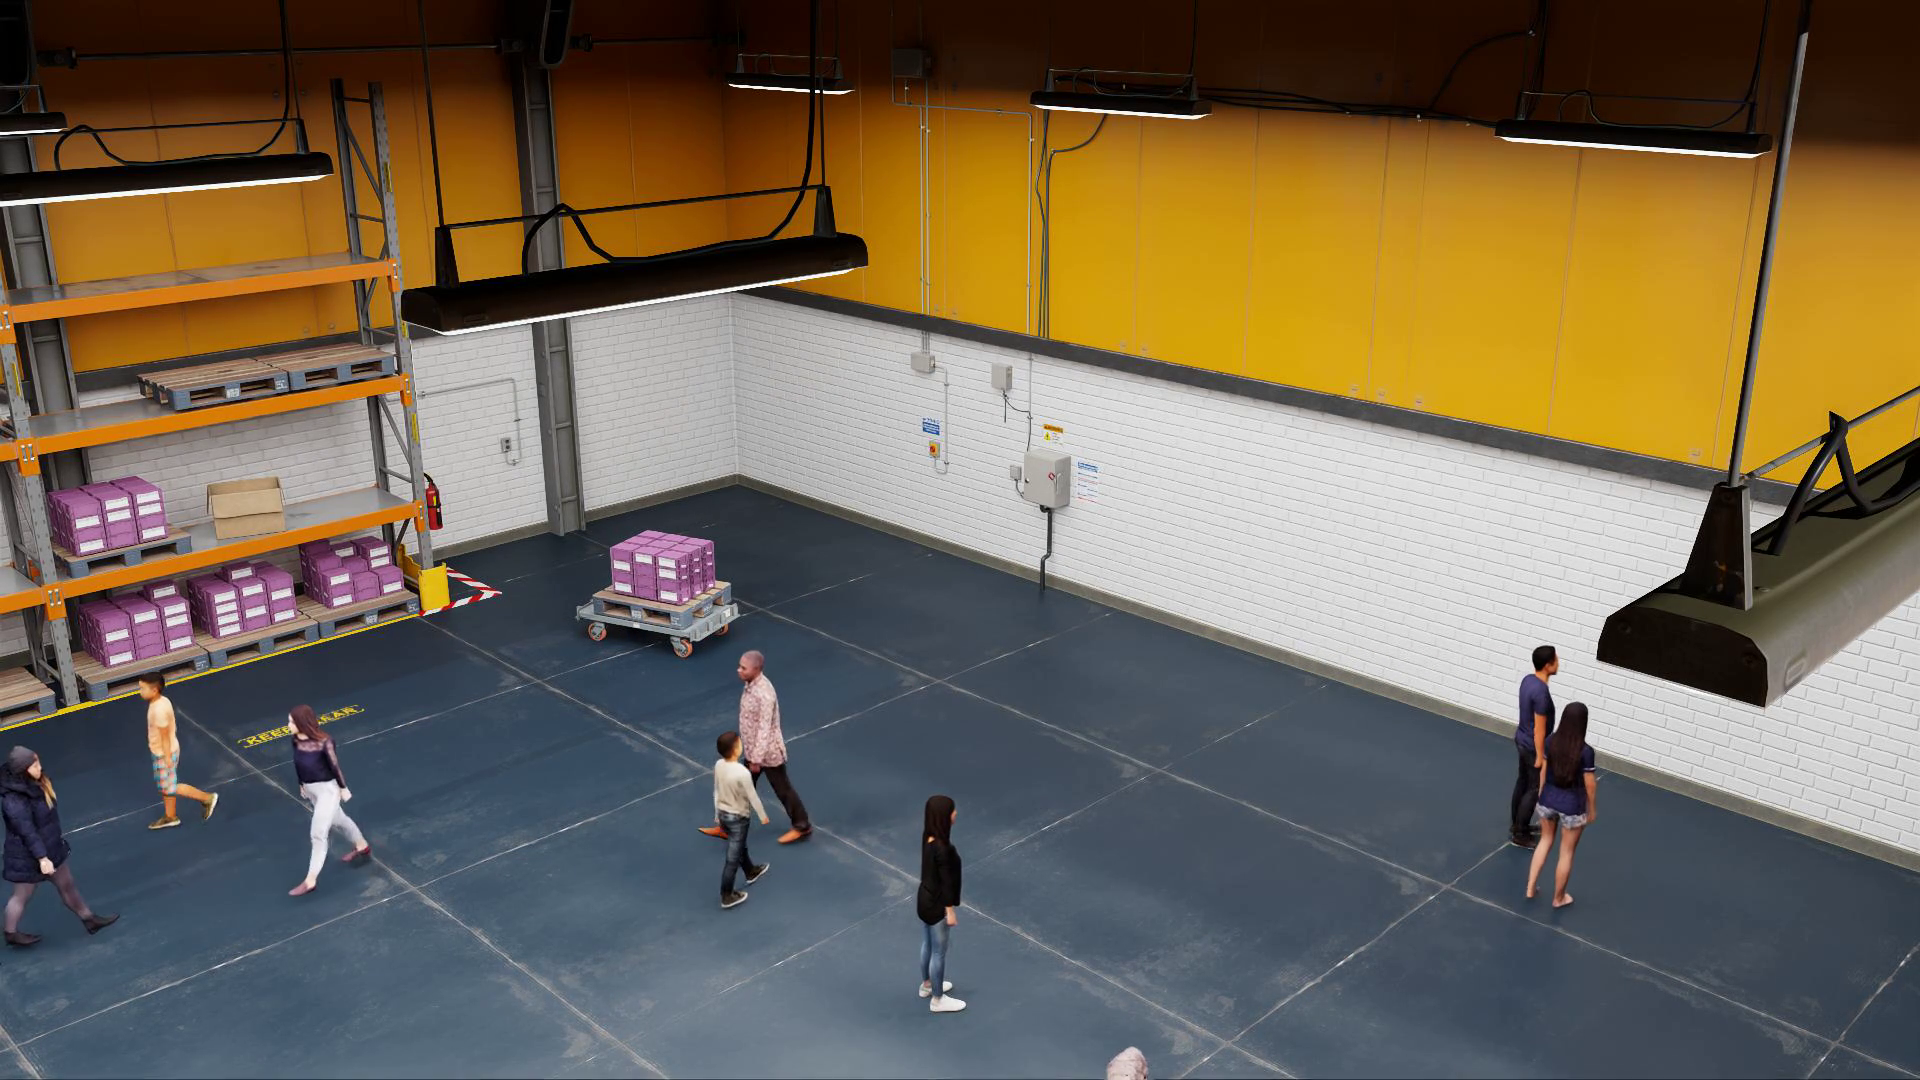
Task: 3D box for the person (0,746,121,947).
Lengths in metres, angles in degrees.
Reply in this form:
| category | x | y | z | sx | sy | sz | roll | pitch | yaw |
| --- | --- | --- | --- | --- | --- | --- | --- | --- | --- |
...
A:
| category | x | y | z | sx | sy | sz | roll | pitch | yaw |
| --- | --- | --- | --- | --- | --- | --- | --- | --- | --- |
| person | -7.052 | 2.351 | 12.503 | 1.164 | 1.625 | 1.021 | -4 | 19 | -10 |

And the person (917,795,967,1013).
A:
| category | x | y | z | sx | sy | sz | roll | pitch | yaw |
| --- | --- | --- | --- | --- | --- | --- | --- | --- | --- |
| person | -0.168 | 2.563 | 11.840 | 0.658 | 1.646 | 0.647 | -6 | 20 | -17 |

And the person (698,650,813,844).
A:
| category | x | y | z | sx | sy | sz | roll | pitch | yaw |
| --- | --- | --- | --- | --- | --- | --- | --- | --- | --- |
| person | -1.566 | 1.766 | 14.029 | 1.277 | 1.761 | 0.979 | -8 | 20 | -23 |

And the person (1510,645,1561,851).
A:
| category | x | y | z | sx | sy | sz | roll | pitch | yaw |
| --- | --- | --- | --- | --- | --- | --- | --- | --- | --- |
| person | 4.819 | 1.729 | 14.091 | 0.809 | 1.791 | 0.732 | 1 | 19 | 4 |

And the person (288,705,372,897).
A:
| category | x | y | z | sx | sy | sz | roll | pitch | yaw |
| --- | --- | --- | --- | --- | --- | --- | --- | --- | --- |
| person | -5.124 | 2.051 | 13.500 | 0.732 | 1.557 | 1.108 | 13 | 22 | 33 |

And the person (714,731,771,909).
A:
| category | x | y | z | sx | sy | sz | roll | pitch | yaw |
| --- | --- | --- | --- | --- | --- | --- | --- | --- | --- |
| person | -1.826 | 2.228 | 13.156 | 0.562 | 1.441 | 0.828 | 16 | 24 | 40 |

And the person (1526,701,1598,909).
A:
| category | x | y | z | sx | sy | sz | roll | pitch | yaw |
| --- | --- | --- | --- | --- | --- | --- | --- | --- | --- |
| person | 4.700 | 2.101 | 13.026 | 0.598 | 1.766 | 0.609 | -15 | 24 | -38 |

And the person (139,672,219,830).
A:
| category | x | y | z | sx | sy | sz | roll | pitch | yaw |
| --- | --- | --- | --- | --- | --- | --- | --- | --- | --- |
| person | -6.798 | 1.810 | 14.382 | 0.856 | 1.451 | 0.656 | -10 | 21 | -27 |
